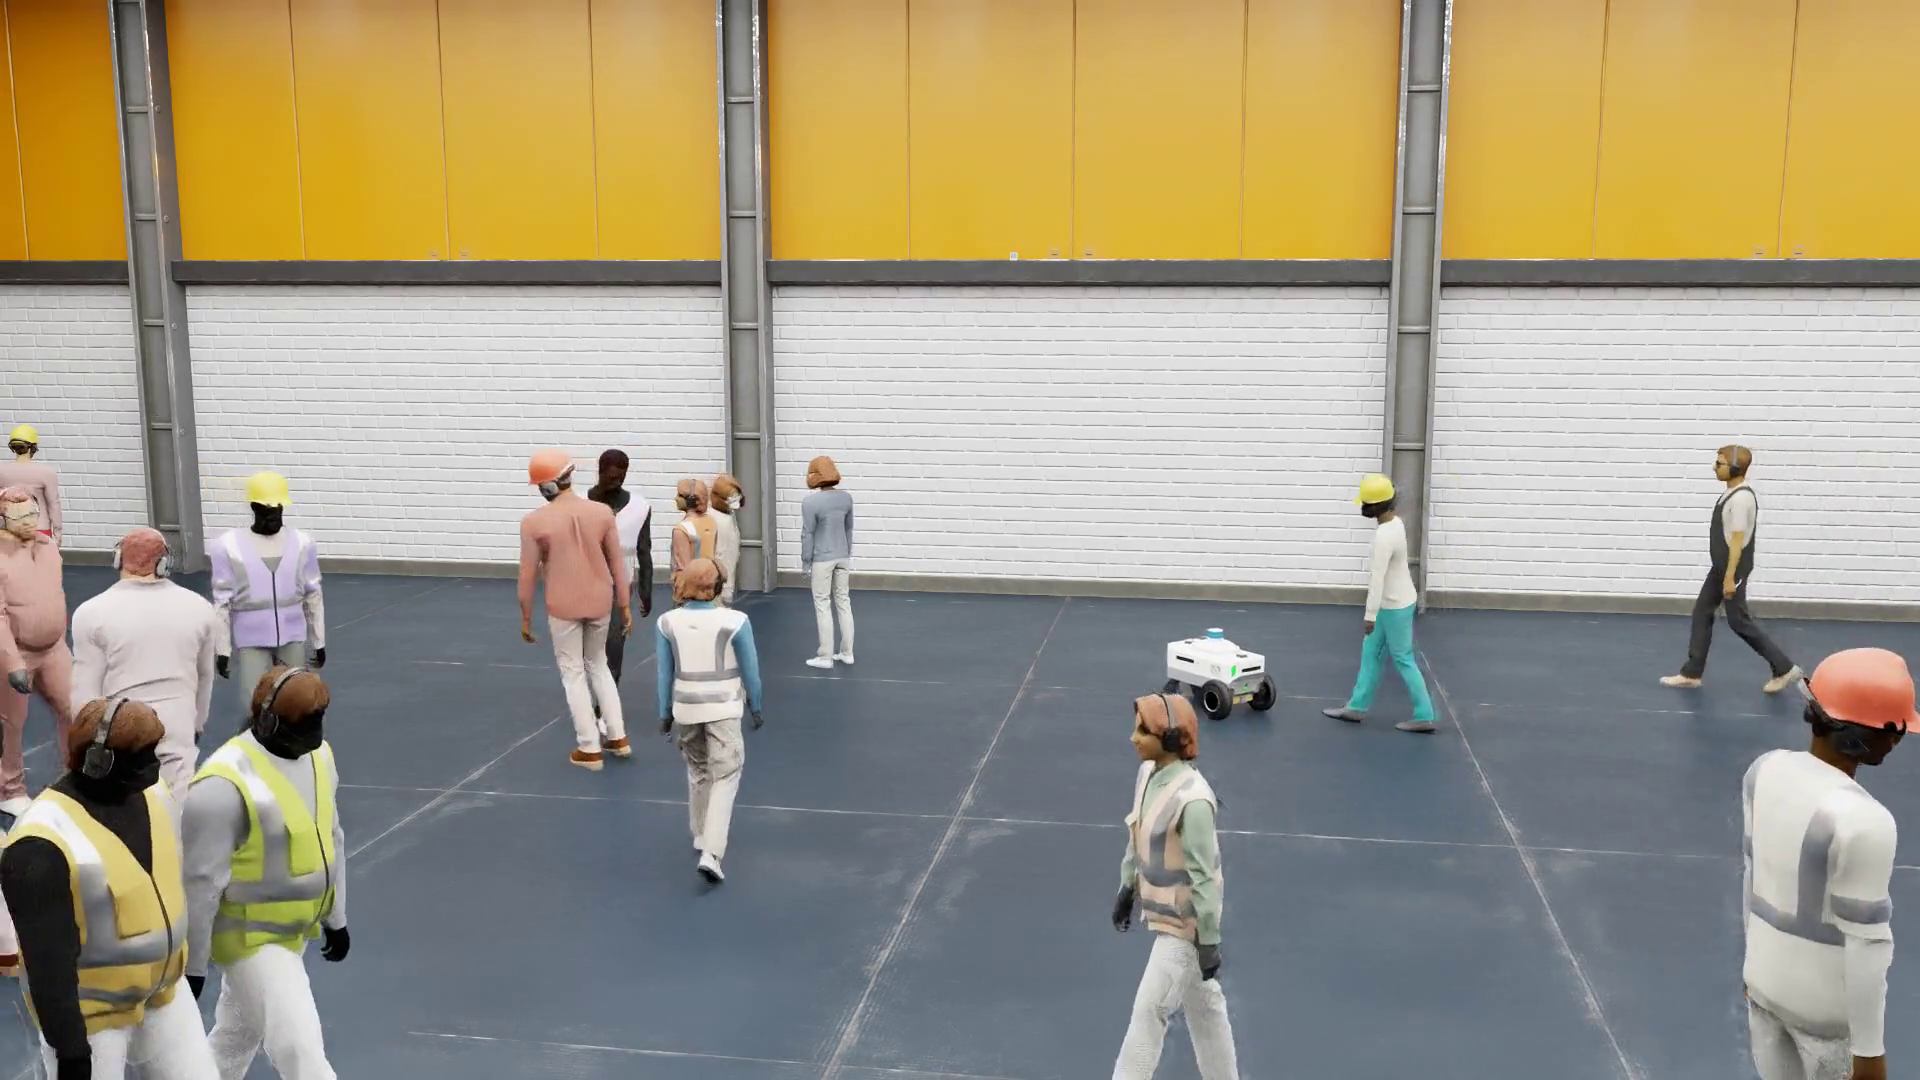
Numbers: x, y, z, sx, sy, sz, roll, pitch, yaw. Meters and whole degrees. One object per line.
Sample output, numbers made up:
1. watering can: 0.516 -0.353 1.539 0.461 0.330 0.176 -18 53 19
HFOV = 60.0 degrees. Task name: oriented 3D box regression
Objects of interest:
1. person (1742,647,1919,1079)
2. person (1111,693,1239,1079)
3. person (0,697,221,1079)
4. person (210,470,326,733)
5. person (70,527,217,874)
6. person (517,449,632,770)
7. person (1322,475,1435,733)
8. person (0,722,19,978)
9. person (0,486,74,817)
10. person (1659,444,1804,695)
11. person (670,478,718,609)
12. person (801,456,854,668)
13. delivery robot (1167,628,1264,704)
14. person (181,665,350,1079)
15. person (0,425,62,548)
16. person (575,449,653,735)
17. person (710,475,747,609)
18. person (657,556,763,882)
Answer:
1. person: 2.352 1.274 4.750 0.738 2.012 0.618 -1 9 -3
2. person: 0.655 1.315 5.722 0.806 1.600 0.538 -2 9 -9
3. person: -2.482 1.348 4.868 0.444 1.818 0.649 2 9 14
4. person: -3.936 0.548 9.489 0.614 1.912 0.545 -7 12 -38
5. person: -3.801 0.870 7.682 0.918 1.860 0.667 9 13 43
6. person: -2.368 0.420 10.178 0.638 1.947 0.576 -7 11 -37
7. person: 2.754 0.421 10.864 0.805 1.711 0.544 3 10 19
8. person: -4.295 0.918 7.062 0.597 1.962 0.725 1 9 6
9. person: -5.066 0.632 9.127 0.742 1.872 0.652 3 10 16
10. person: 5.571 0.215 11.881 0.875 1.819 0.516 3 10 18
11. person: -1.798 0.392 11.293 0.305 1.645 0.522 3 10 18
12. person: -1.016 0.169 12.750 0.304 1.624 0.491 9 13 44
13. delivery robot: 1.763 0.855 11.503 0.477 0.478 0.707 -7 11 -35
14. person: -2.196 1.281 5.425 0.992 1.768 0.676 1 9 7
15. person: -7.764 -0.083 13.883 0.518 1.757 0.341 -2 9 -9
16. person: -2.369 0.306 11.129 0.615 1.877 0.754 -2 9 -12
17. person: -1.711 0.311 11.942 0.409 1.596 0.629 0 9 -2
18. person: -1.279 0.886 8.381 0.526 1.621 0.735 3 10 15
